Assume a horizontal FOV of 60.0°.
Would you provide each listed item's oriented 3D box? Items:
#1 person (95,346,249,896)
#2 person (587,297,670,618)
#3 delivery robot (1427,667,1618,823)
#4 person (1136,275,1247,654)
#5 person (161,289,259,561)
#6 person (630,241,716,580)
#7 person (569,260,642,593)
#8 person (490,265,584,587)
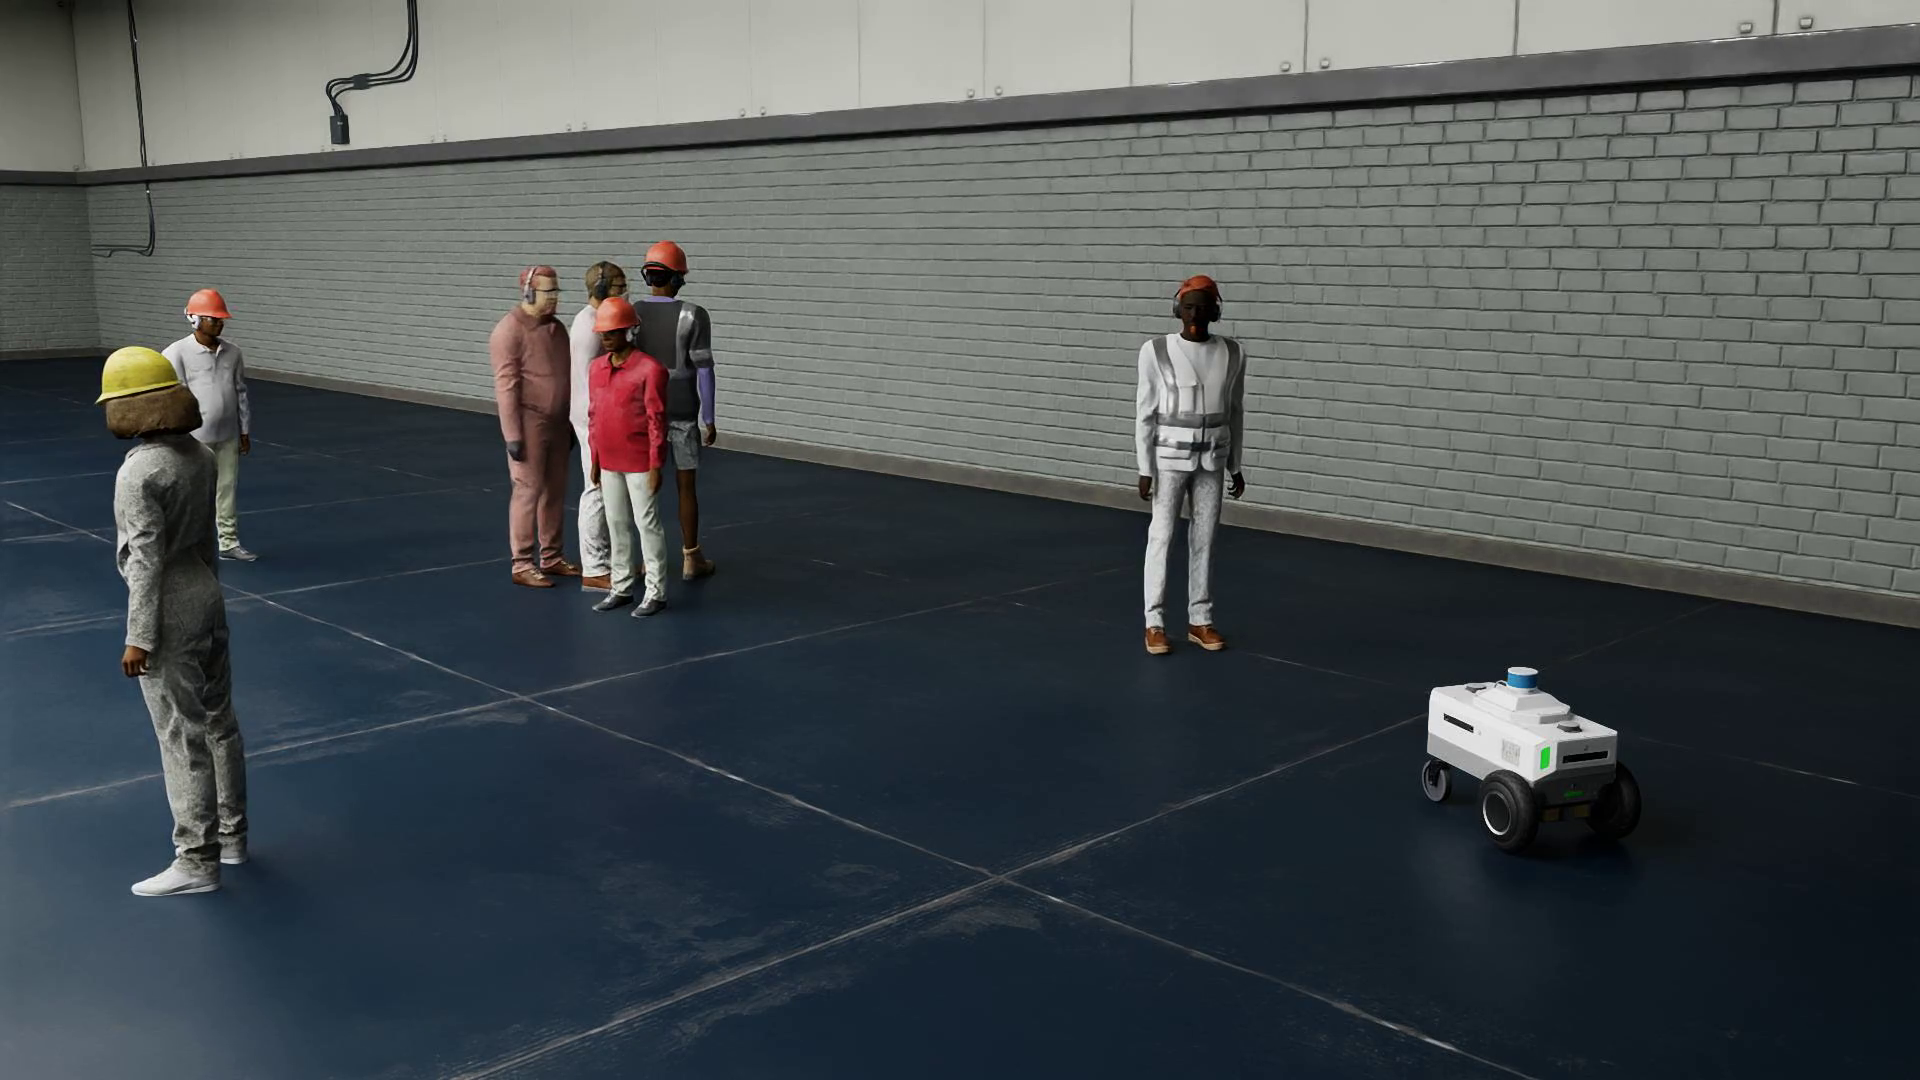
[{"bbox_3d":[-2.510,0.258,5.272,0.305,1.736,0.484,0,10,1],"label":"person"},{"bbox_3d":[-1.835,-0.448,9.098,0.570,1.743,0.351,7,12,33],"label":"person"},{"bbox_3d":[1.971,0.692,5.869,0.477,0.478,0.707,-4,11,-18],"label":"delivery robot"},{"bbox_3d":[1.154,-0.371,8.305,0.574,1.881,0.357,-3,11,-15],"label":"person"},{"bbox_3d":[-4.683,-0.692,10.431,0.354,1.744,0.563,6,12,28],"label":"person"},{"bbox_3d":[-1.767,-0.777,10.077,0.615,2.040,0.391,2,11,9],"label":"person"},{"bbox_3d":[-2.098,-0.662,9.754,0.363,1.933,0.636,0,10,-2],"label":"person"},{"bbox_3d":[-2.495,-0.677,9.926,0.396,1.901,0.649,4,11,21],"label":"person"}]
